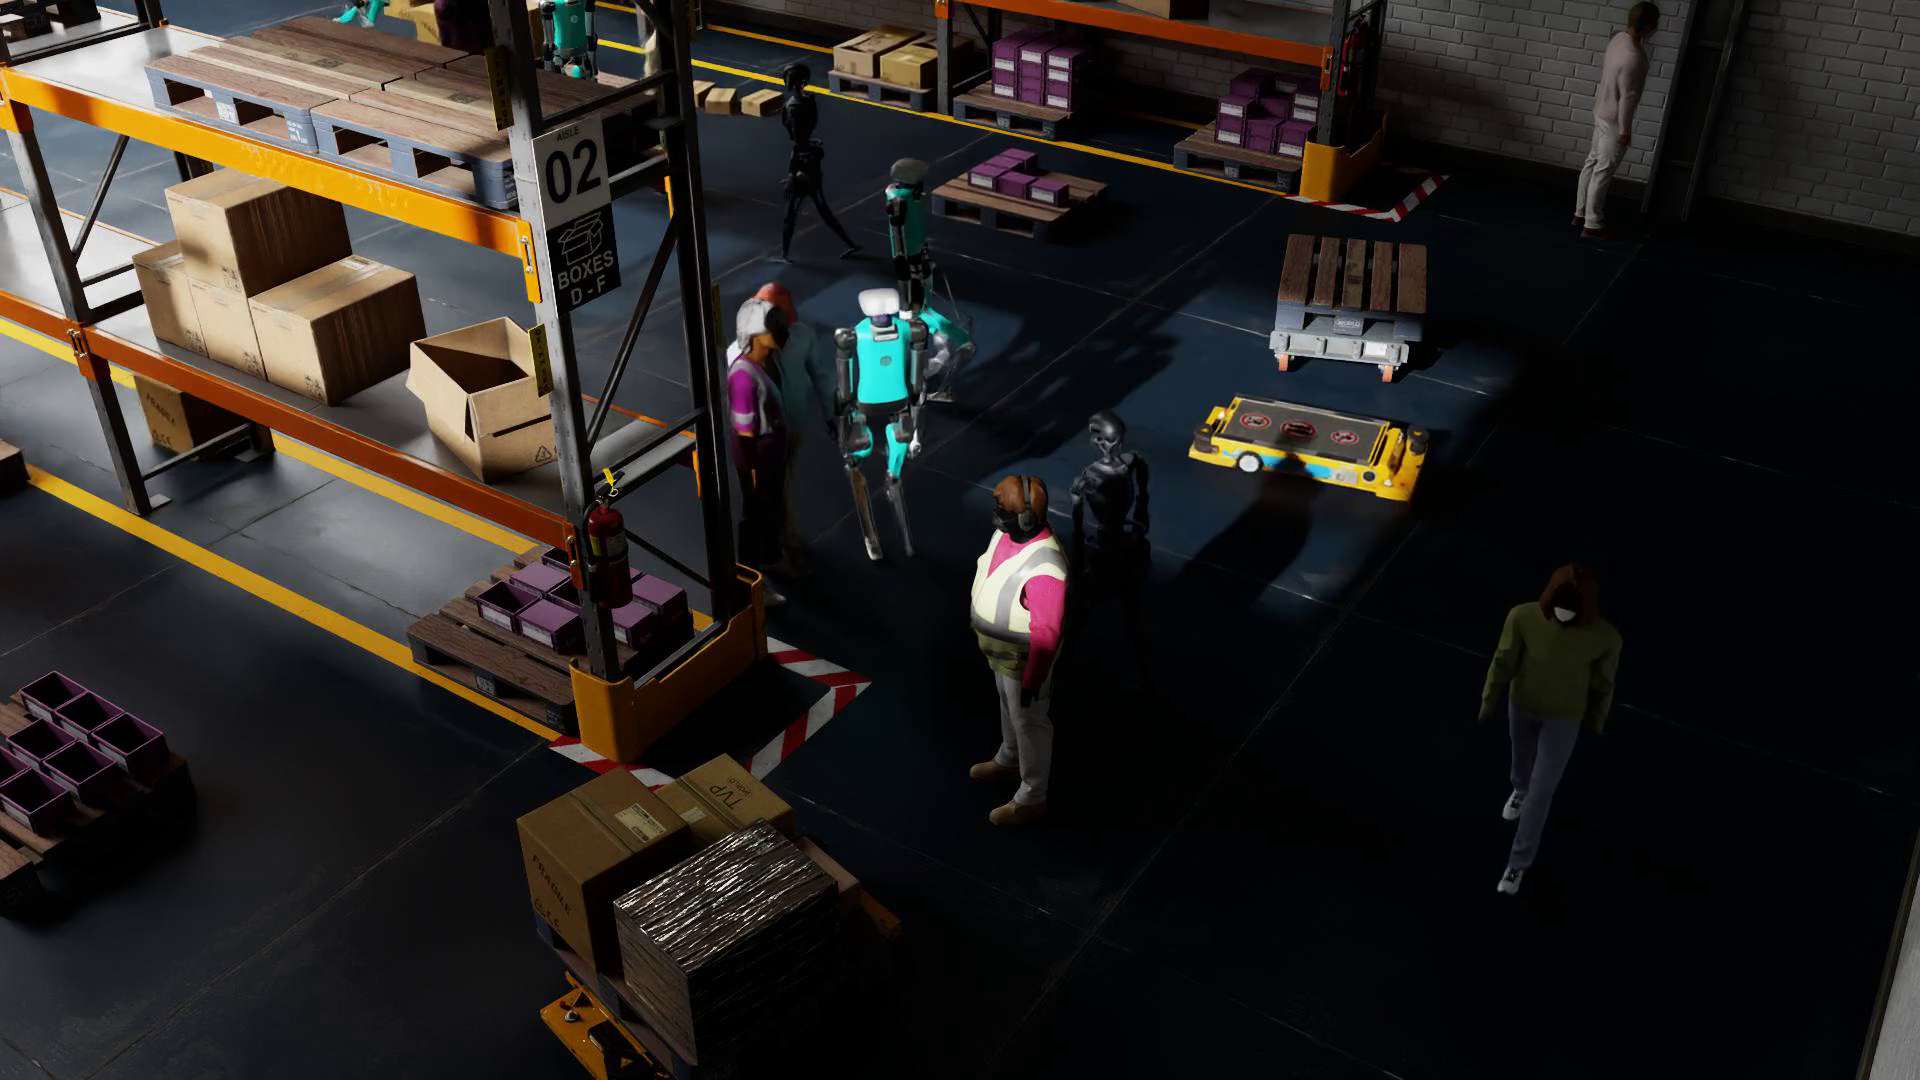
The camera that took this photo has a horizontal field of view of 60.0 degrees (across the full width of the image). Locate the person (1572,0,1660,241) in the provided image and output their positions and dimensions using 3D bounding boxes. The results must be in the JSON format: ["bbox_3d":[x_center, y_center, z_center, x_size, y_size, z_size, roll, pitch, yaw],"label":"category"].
[{"bbox_3d":[5.374,-3.436,13.631,0.371,1.934,0.627,3,33,4],"label":"person"}]

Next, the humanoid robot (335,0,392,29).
[{"bbox_3d":[-6.362,-5.722,17.351,0.932,1.795,0.554,16,36,22],"label":"humanoid robot"}]

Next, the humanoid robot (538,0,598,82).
[{"bbox_3d":[-3.597,-4.297,15.006,0.533,1.681,0.735,-26,41,-33],"label":"humanoid robot"}]

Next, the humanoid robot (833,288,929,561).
[{"bbox_3d":[-0.495,-0.658,9.577,0.541,1.840,0.656,-9,34,-14],"label":"humanoid robot"}]

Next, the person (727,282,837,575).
[{"bbox_3d":[-0.963,-0.648,9.523,0.569,1.727,0.717,-23,39,-31],"label":"person"}]

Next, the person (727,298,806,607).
[{"bbox_3d":[-1.087,-0.487,9.186,0.334,1.840,0.507,9,34,14],"label":"person"}]

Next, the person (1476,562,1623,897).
[{"bbox_3d":[2.602,0.787,7.452,0.522,1.584,0.868,19,38,27],"label":"person"}]

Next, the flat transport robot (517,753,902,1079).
[{"bbox_3d":[-0.999,1.806,7.097,1.431,0.231,0.659,-26,41,-34],"label":"flat transport robot"}]

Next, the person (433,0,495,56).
[{"bbox_3d":[-4.366,-4.302,14.975,0.558,1.921,0.442,-9,34,-14],"label":"person"}]

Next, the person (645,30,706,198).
[{"bbox_3d":[-2.437,-3.793,14.355,0.594,1.729,0.570,1,33,1],"label":"person"}]

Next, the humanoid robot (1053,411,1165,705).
[{"bbox_3d":[0.745,0.075,8.505,0.612,1.617,0.777,-27,42,-35],"label":"humanoid robot"}]

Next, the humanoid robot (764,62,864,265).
[{"bbox_3d":[-1.198,-2.961,13.184,0.797,1.635,0.600,3,33,5],"label":"humanoid robot"}]

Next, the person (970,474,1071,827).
[{"bbox_3d":[0.263,0.501,7.662,0.429,1.844,0.623,-8,34,-12],"label":"person"}]

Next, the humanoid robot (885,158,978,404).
[{"bbox_3d":[-0.122,-1.627,11.050,0.770,1.810,0.541,7,34,10],"label":"humanoid robot"}]

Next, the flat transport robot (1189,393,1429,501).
[{"bbox_3d":[2.273,-0.614,10.817,1.431,0.231,0.659,13,35,19],"label":"flat transport robot"}]
